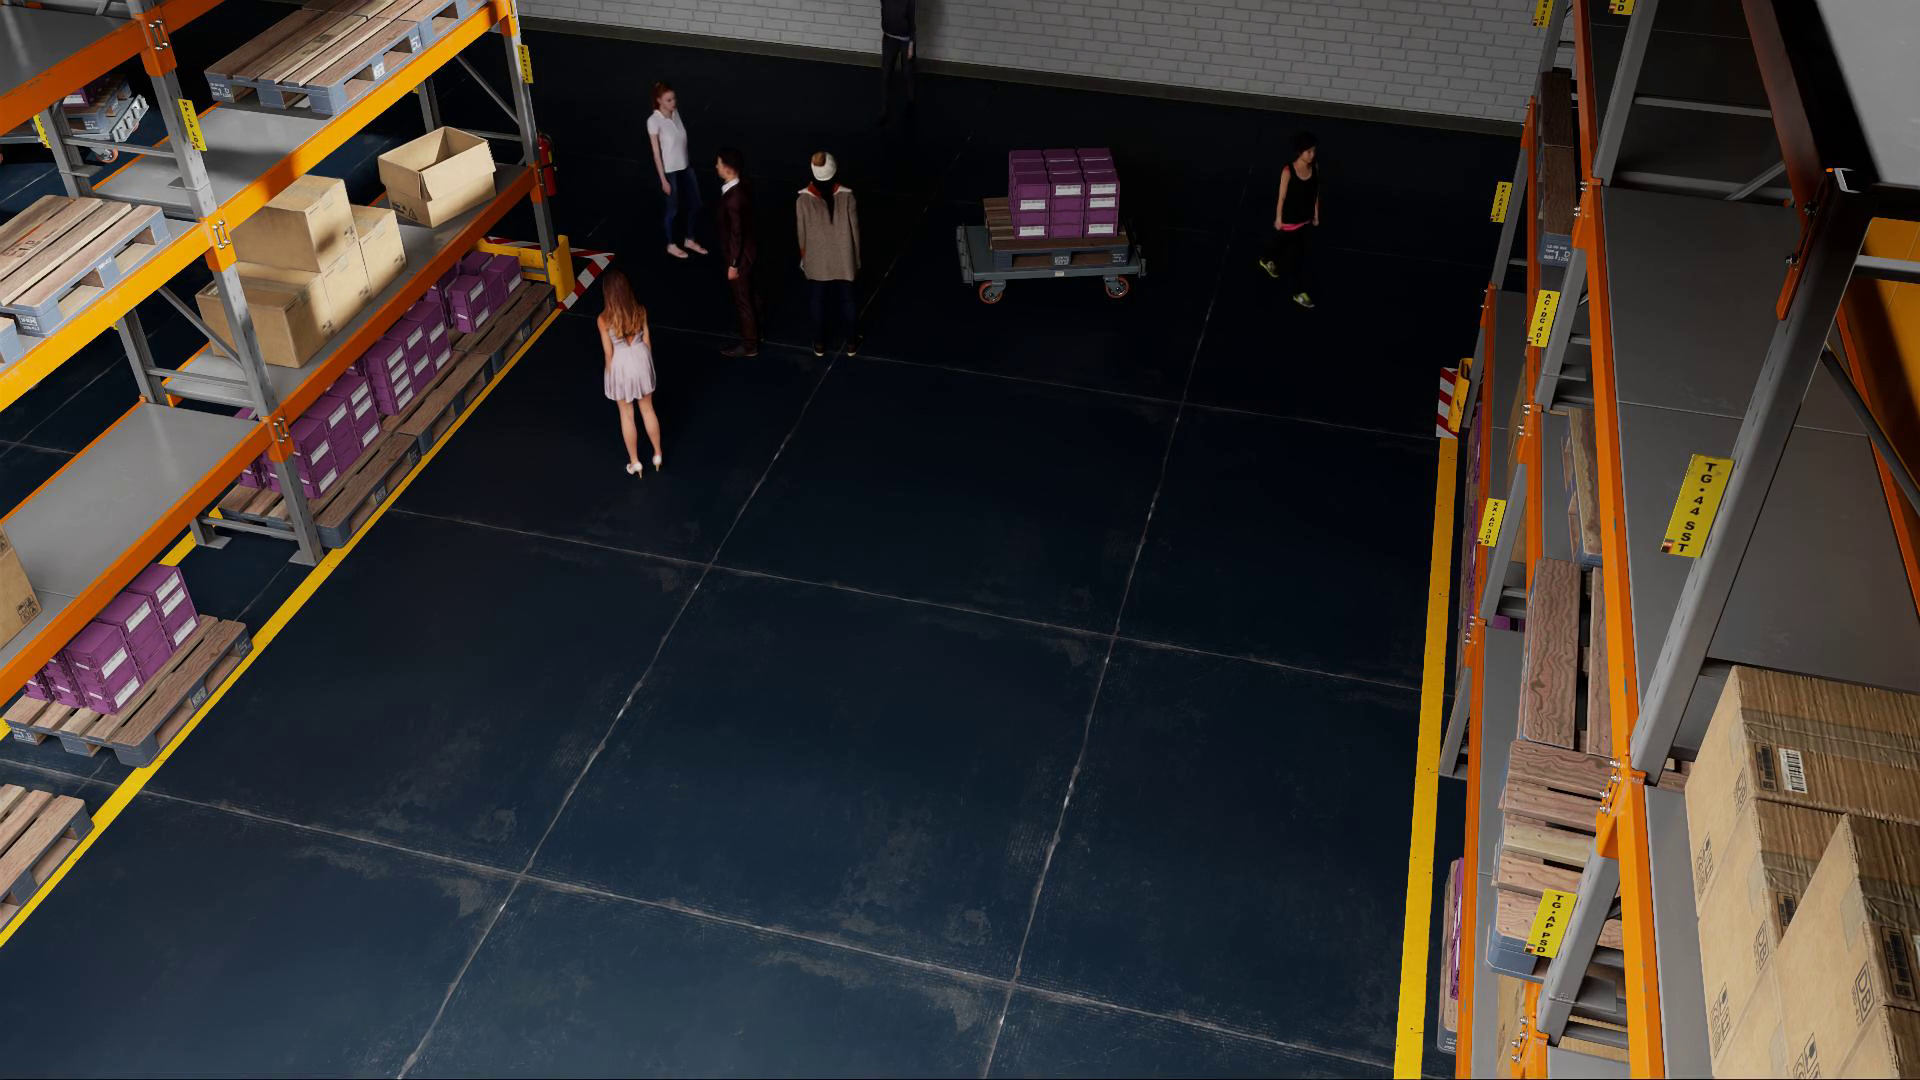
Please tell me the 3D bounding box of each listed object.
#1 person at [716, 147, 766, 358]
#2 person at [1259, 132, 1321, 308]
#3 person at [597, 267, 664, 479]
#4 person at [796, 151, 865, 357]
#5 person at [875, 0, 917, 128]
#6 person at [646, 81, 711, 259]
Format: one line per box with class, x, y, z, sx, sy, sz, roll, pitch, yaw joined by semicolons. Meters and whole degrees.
person;-1.829;-2.414;13.902;0.760;1.866;0.564;6;39;7
person;2.953;-2.919;14.819;1.035;1.509;1.038;-23;44;-26
person;-2.475;-1.245;12.514;0.681;1.770;0.739;-19;42;-22
person;-1.088;-2.392;13.856;0.750;1.887;0.739;2;39;2
person;-0.605;-5.291;17.595;0.645;1.752;0.900;12;40;15
person;-2.699;-3.381;15.231;0.743;1.718;0.669;21;43;24
